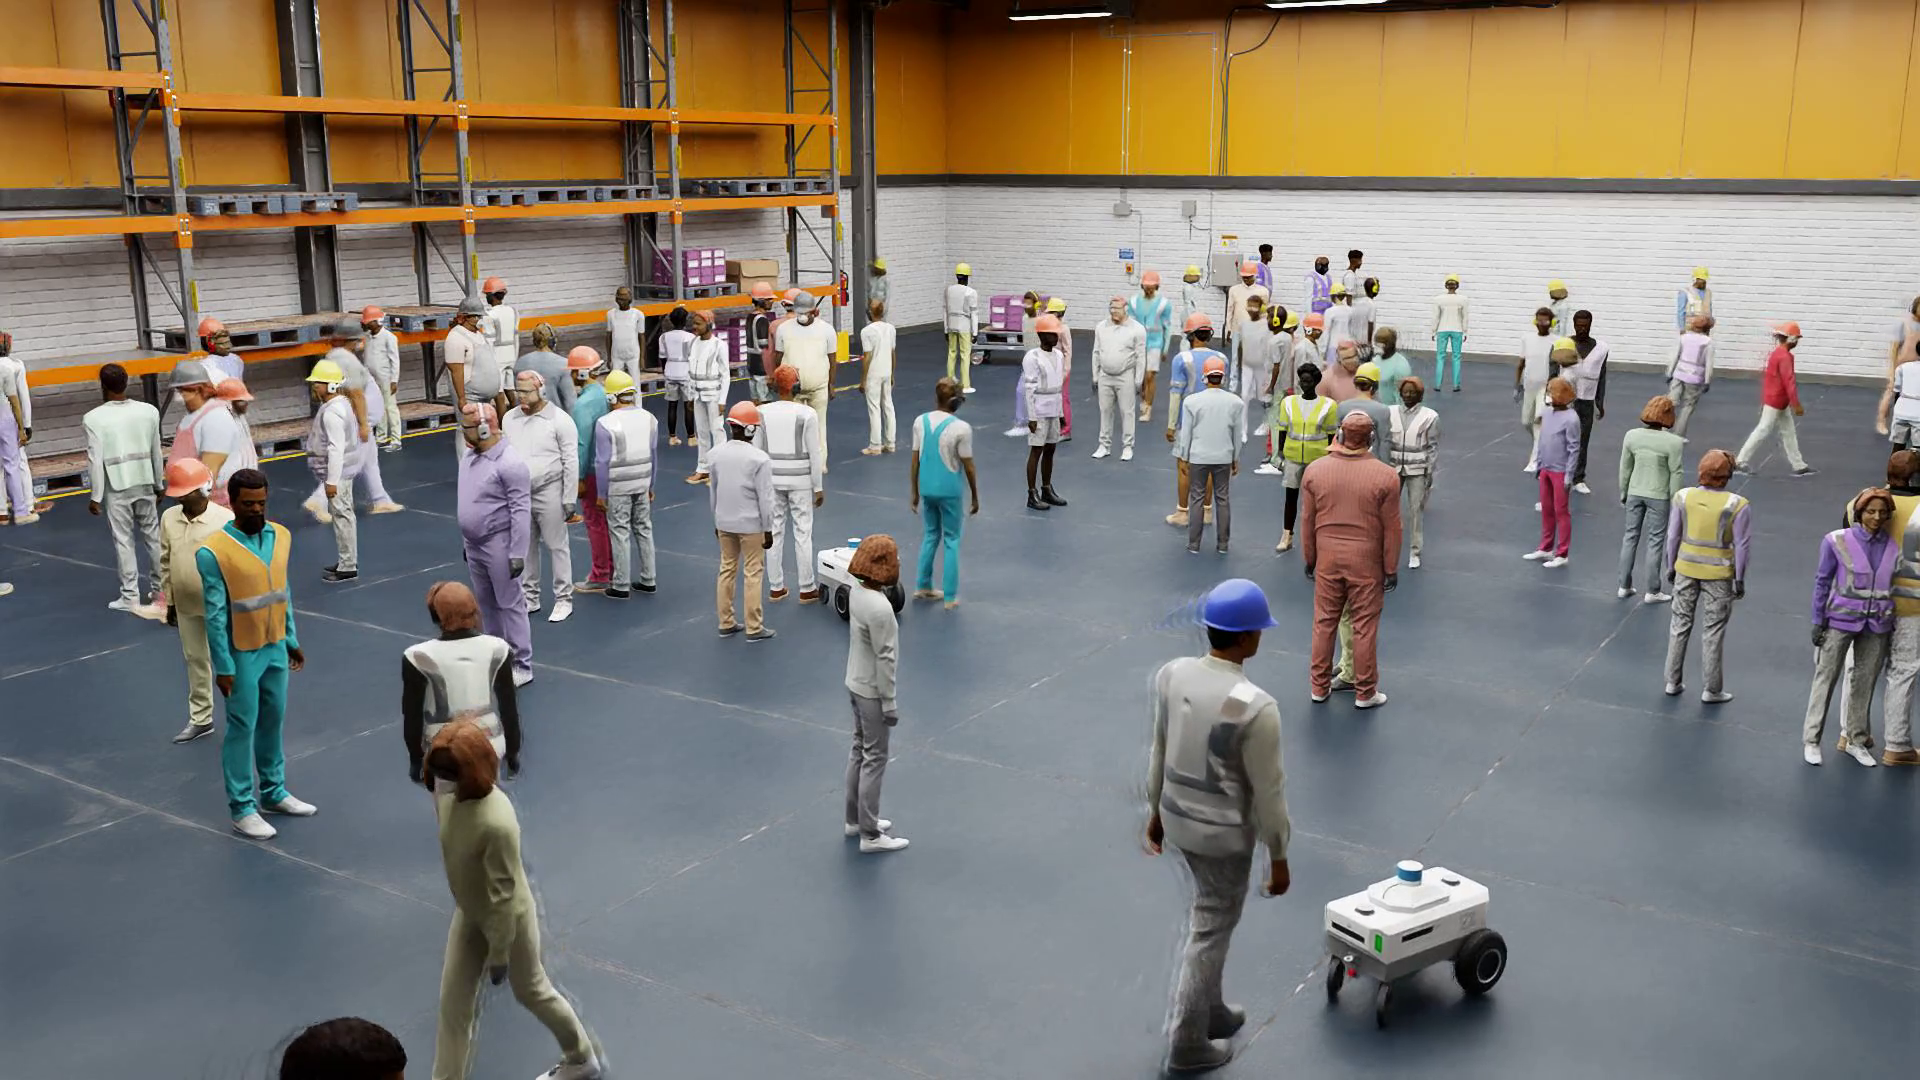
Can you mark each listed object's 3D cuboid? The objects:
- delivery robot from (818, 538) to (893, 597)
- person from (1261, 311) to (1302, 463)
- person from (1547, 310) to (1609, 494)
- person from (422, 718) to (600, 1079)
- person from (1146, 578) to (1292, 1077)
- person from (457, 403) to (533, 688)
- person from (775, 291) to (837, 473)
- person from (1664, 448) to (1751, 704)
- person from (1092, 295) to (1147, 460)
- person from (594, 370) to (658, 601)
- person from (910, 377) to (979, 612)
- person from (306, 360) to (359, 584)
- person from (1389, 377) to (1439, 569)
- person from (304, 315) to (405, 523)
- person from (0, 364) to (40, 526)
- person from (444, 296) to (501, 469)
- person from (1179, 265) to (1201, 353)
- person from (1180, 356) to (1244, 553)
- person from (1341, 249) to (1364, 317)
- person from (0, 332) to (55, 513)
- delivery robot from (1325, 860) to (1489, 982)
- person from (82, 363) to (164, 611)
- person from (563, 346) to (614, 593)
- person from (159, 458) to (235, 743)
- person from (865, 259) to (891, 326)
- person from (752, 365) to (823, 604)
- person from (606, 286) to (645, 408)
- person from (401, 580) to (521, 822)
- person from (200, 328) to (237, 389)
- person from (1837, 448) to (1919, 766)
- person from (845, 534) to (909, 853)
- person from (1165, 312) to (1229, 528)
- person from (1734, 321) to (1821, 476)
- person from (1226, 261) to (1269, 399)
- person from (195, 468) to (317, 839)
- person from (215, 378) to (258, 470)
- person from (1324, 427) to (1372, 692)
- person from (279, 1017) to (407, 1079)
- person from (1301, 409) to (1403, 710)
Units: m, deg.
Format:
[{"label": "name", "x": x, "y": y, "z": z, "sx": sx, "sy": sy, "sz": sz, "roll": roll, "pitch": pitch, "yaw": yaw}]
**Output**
[{"label": "delivery robot", "x": -0.813, "y": 0.232, "z": 12.851, "sx": 0.477, "sy": 0.478, "sz": 0.707, "roll": -8, "pitch": 15, "yaw": -31}, {"label": "person", "x": 3.709, "y": -1.733, "z": 18.947, "sx": 0.524, "sy": 1.760, "sz": 0.328, "roll": 6, "pitch": 14, "yaw": 23}, {"label": "person", "x": 6.407, "y": -1.438, "z": 17.312, "sx": 0.597, "sy": 1.917, "sz": 0.379, "roll": 1, "pitch": 13, "yaw": 4}, {"label": "person", "x": -1.691, "y": 1.355, "z": 5.941, "sx": 0.550, "sy": 1.571, "sz": 0.851, "roll": 12, "pitch": 18, "yaw": 42}, {"label": "person", "x": 1.039, "y": 1.084, "z": 6.336, "sx": 0.656, "sy": 1.925, "sz": 0.653, "roll": -8, "pitch": 15, "yaw": -30}, {"label": "person", "x": -3.085, "y": 0.043, "z": 10.919, "sx": 0.650, "sy": 1.904, "sz": 0.401, "roll": 11, "pitch": 17, "yaw": 41}, {"label": "person", "x": -1.701, "y": -1.739, "z": 18.348, "sx": 0.675, "sy": 2.000, "sz": 0.537, "roll": 0, "pitch": 13, "yaw": -1}, {"label": "person", "x": 4.784, "y": 0.229, "z": 10.680, "sx": 0.314, "sy": 1.643, "sz": 0.517, "roll": -11, "pitch": 17, "yaw": -39}, {"label": "person", "x": 1.810, "y": -1.873, "z": 19.231, "sx": 0.651, "sy": 1.904, "sz": 0.403, "roll": 7, "pitch": 15, "yaw": 27}, {"label": "person", "x": -2.646, "y": -0.430, "z": 13.160, "sx": 0.405, "sy": 1.824, "sz": 0.585, "roll": 10, "pitch": 16, "yaw": 36}, {"label": "person", "x": -0.143, "y": -0.354, "z": 12.827, "sx": 0.595, "sy": 1.822, "sz": 0.421, "roll": 9, "pitch": 16, "yaw": 36}, {"label": "person", "x": -5.158, "y": -0.563, "z": 13.699, "sx": 0.403, "sy": 1.836, "sz": 0.591, "roll": -4, "pitch": 13, "yaw": -16}, {"label": "person", "x": 3.806, "y": -0.582, "z": 14.205, "sx": 0.514, "sy": 1.644, "sz": 0.307, "roll": 7, "pitch": 15, "yaw": 28}, {"label": "person", "x": -5.885, "y": -1.191, "z": 15.973, "sx": 0.936, "sy": 2.000, "sz": 0.687, "roll": -7, "pitch": 15, "yaw": -28}, {"label": "person", "x": -9.122, "y": -1.047, "z": 15.774, "sx": 0.508, "sy": 1.846, "sz": 0.345, "roll": 0, "pitch": 13, "yaw": 2}, {"label": "person", "x": -5.143, "y": -1.584, "z": 17.675, "sx": 0.535, "sy": 2.000, "sz": 0.679, "roll": 2, "pitch": 13, "yaw": 8}, {"label": "person", "x": 3.736, "y": -3.582, "z": 26.995, "sx": 0.312, "sy": 1.744, "sz": 0.487, "roll": 3, "pitch": 13, "yaw": 12}, {"label": "person", "x": 2.216, "y": -0.751, "z": 14.724, "sx": 0.557, "sy": 1.744, "sz": 0.345, "roll": -2, "pitch": 13, "yaw": -7}, {"label": "person", "x": 6.520, "y": -3.879, "z": 27.833, "sx": 0.396, "sy": 1.958, "sz": 0.599, "roll": 3, "pitch": 13, "yaw": 11}, {"label": "person", "x": -9.149, "y": -1.081, "z": 15.927, "sx": 0.591, "sy": 1.835, "sz": 0.887, "roll": 10, "pitch": 17, "yaw": 38}, {"label": "delivery robot", "x": 1.874, "y": 1.587, "z": 6.972, "sx": 0.707, "sy": 0.478, "sz": 0.477, "roll": -8, "pitch": 15, "yaw": -32}, {"label": "person", "x": -6.416, "y": -0.404, "z": 12.825, "sx": 0.392, "sy": 1.920, "sz": 0.589, "roll": 8, "pitch": 15, "yaw": 33}, {"label": "person", "x": -2.955, "y": -0.569, "z": 13.394, "sx": 0.406, "sy": 1.987, "sz": 0.615, "roll": 2, "pitch": 13, "yaw": 11}, {"label": "person", "x": -4.490, "y": 0.366, "z": 9.869, "sx": 0.561, "sy": 1.742, "sz": 0.337, "roll": 3, "pitch": 13, "yaw": 11}, {"label": "person", "x": -1.465, "y": -4.123, "z": 29.423, "sx": 0.512, "sy": 1.697, "sz": 0.728, "roll": 4, "pitch": 14, "yaw": 17}, {"label": "person", "x": -1.335, "y": -0.431, "z": 13.023, "sx": 0.572, "sy": 1.883, "sz": 0.356, "roll": 4, "pitch": 14, "yaw": 16}, {"label": "person", "x": -4.301, "y": -2.344, "z": 21.413, "sx": 0.505, "sy": 1.840, "sz": 0.344, "roll": 0, "pitch": 13, "yaw": 2}, {"label": "person", "x": -2.189, "y": 0.987, "z": 7.474, "sx": 0.504, "sy": 1.606, "sz": 0.761, "roll": -11, "pitch": 17, "yaw": -39}, {"label": "person", "x": -7.153, "y": -1.126, "z": 16.112, "sx": 0.396, "sy": 1.847, "sz": 0.564, "roll": 2, "pitch": 13, "yaw": 7}, {"label": "person", "x": 5.394, "y": 0.380, "z": 9.599, "sx": 0.429, "sy": 1.843, "sz": 0.627, "roll": -7, "pitch": 15, "yaw": -27}, {"label": "person", "x": -0.432, "y": 0.767, "z": 8.398, "sx": 0.280, "sy": 1.625, "sz": 0.493, "roll": -4, "pitch": 14, "yaw": -17}, {"label": "person", "x": 2.230, "y": -1.135, "z": 15.759, "sx": 0.614, "sy": 2.030, "sz": 0.409, "roll": -6, "pitch": 14, "yaw": -26}, {"label": "person", "x": 8.985, "y": -1.532, "z": 18.195, "sx": 0.886, "sy": 1.700, "sz": 0.570, "roll": 6, "pitch": 14, "yaw": 24}, {"label": "person", "x": 4.147, "y": -3.029, "z": 24.064, "sx": 0.608, "sy": 1.987, "sz": 0.391, "roll": 4, "pitch": 13, "yaw": 16}, {"label": "person", "x": -3.659, "y": 0.567, "z": 8.621, "sx": 0.393, "sy": 1.916, "sz": 0.590, "roll": 4, "pitch": 14, "yaw": 18}, {"label": "person", "x": -5.728, "y": -0.417, "z": 13.240, "sx": 0.327, "sy": 1.753, "sz": 0.560, "roll": -2, "pitch": 13, "yaw": -10}, {"label": "person", "x": 2.523, "y": 0.119, "z": 10.907, "sx": 0.329, "sy": 1.753, "sz": 0.573, "roll": 4, "pitch": 14, "yaw": 16}, {"label": "person", "x": -1.288, "y": 1.833, "z": 3.194, "sx": 0.590, "sy": 1.894, "sz": 0.687, "roll": -2, "pitch": 13, "yaw": -10}, {"label": "person", "x": 2.485, "y": 0.125, "z": 10.549, "sx": 0.647, "sy": 1.913, "sz": 0.409, "roll": 8, "pitch": 15, "yaw": 30}]
